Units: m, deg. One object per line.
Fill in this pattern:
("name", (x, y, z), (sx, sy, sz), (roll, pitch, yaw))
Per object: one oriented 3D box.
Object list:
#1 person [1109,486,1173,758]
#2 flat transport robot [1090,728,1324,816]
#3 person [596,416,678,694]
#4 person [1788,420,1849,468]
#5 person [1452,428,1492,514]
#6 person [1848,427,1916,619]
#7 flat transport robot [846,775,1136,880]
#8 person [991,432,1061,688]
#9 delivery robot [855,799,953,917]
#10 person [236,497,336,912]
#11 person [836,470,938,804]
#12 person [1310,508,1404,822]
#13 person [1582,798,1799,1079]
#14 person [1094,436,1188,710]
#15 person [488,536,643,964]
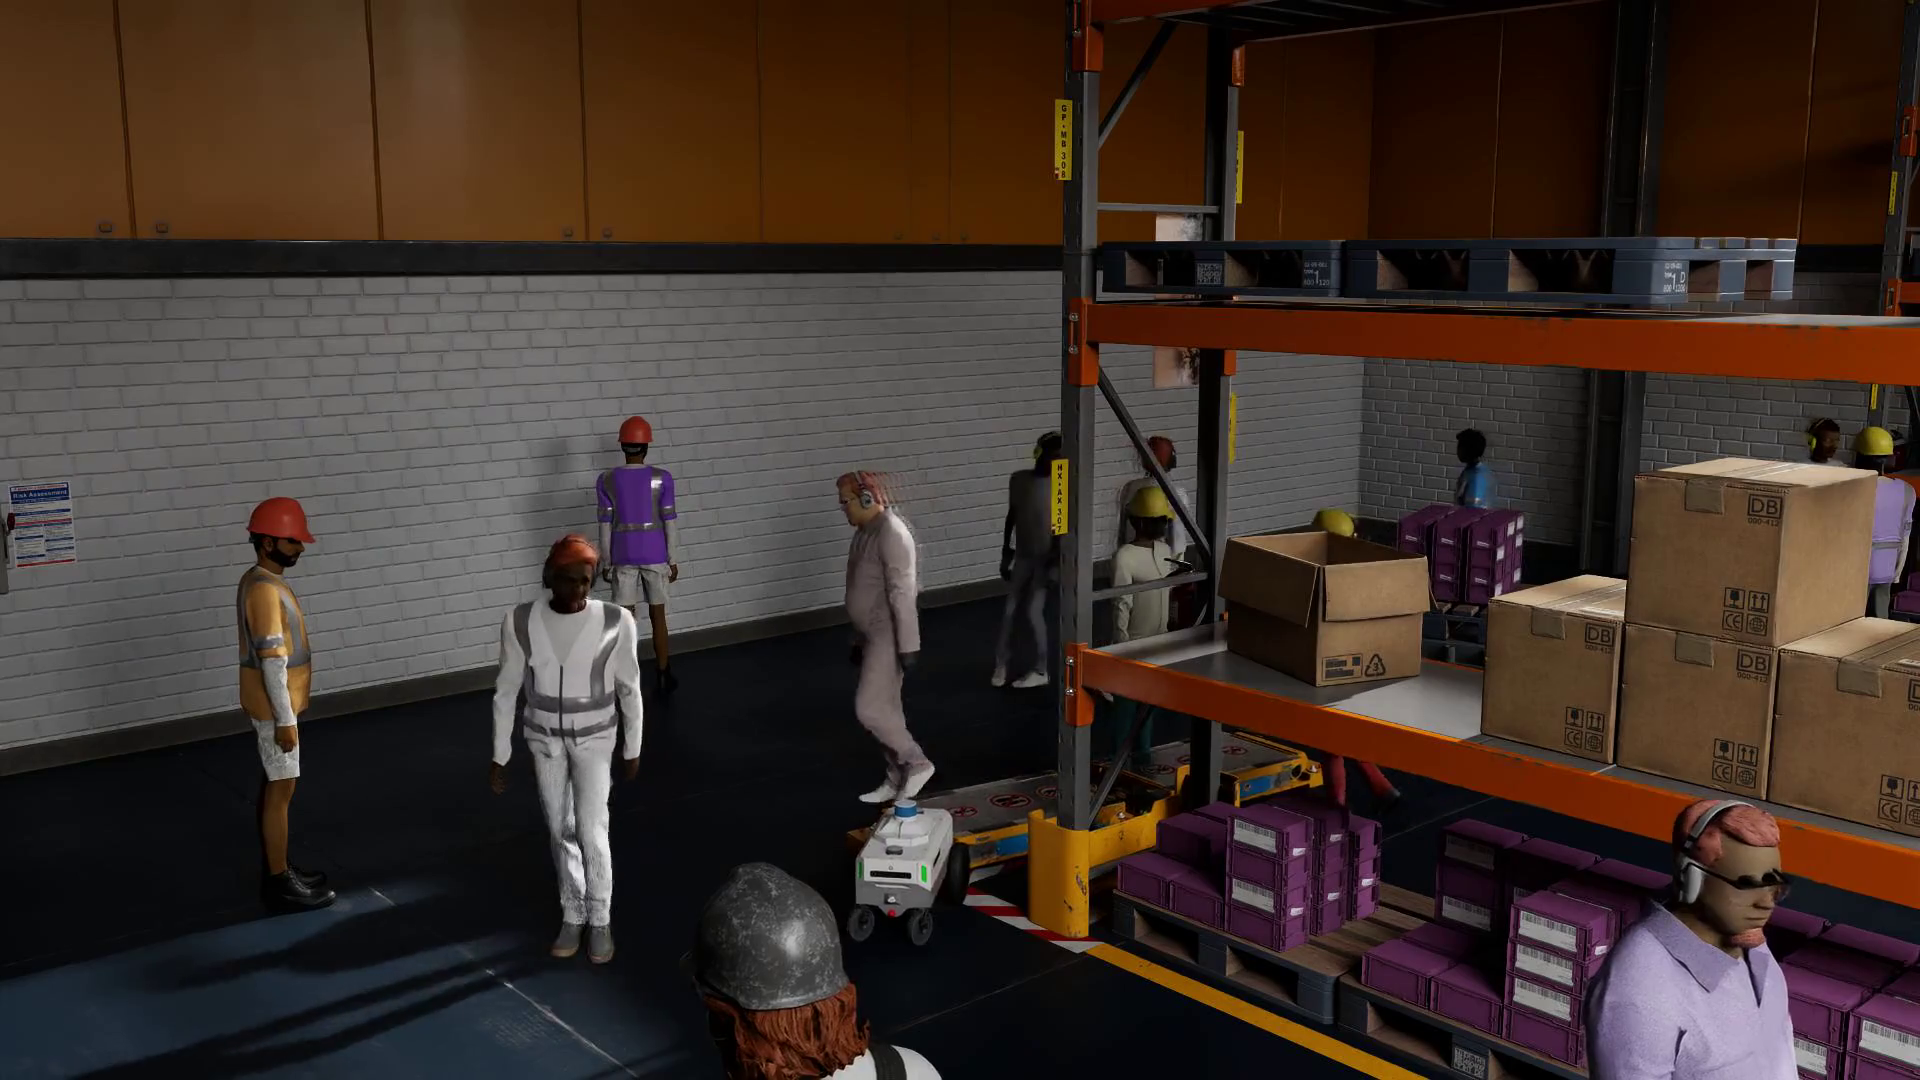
("person", (1.032, 0.577, 9.309), (0.311, 1.769, 0.522), (8, 12, 38))
("flat transport robot", (1.384, 1.314, 9.359), (1.431, 0.197, 0.652), (-7, 12, -36))
("person", (-2.222, 0.113, 11.516), (0.543, 1.939, 0.361), (-1, 10, -3))
("person", (6.436, 0.009, 12.482), (0.539, 1.816, 1.018), (-1, 10, -6))
("person", (4.089, -0.054, 13.246), (0.515, 1.679, 0.547), (1, 10, 7))
("person", (5.927, 0.220, 10.918), (0.587, 1.930, 0.362), (-2, 10, -13))
("flat transport robot", (0.196, 1.450, 8.562), (1.431, 0.197, 0.652), (-6, 11, -32))
("person", (0.512, 0.149, 11.674), (0.583, 1.824, 0.378), (5, 11, 27))
("delivery robot", (-0.248, 1.429, 7.583), (0.477, 0.478, 0.707), (1, 10, 9))
("person", (-3.155, 0.760, 7.761), (0.374, 1.928, 0.542), (-5, 11, -25))
("person", (-0.450, 0.547, 9.168), (0.432, 1.868, 0.687), (-3, 10, -16))
("person", (1.992, 0.706, 8.592), (0.494, 1.748, 0.533), (3, 10, 18))
("person", (1.593, 1.479, 3.618), (0.403, 1.904, 0.652), (9, 13, 44))
("person", (1.213, 0.231, 11.126), (0.863, 1.852, 0.583), (-9, 13, -42))
("person", (-1.683, 0.903, 7.114), (0.608, 1.860, 0.537), (0, 10, 3))
